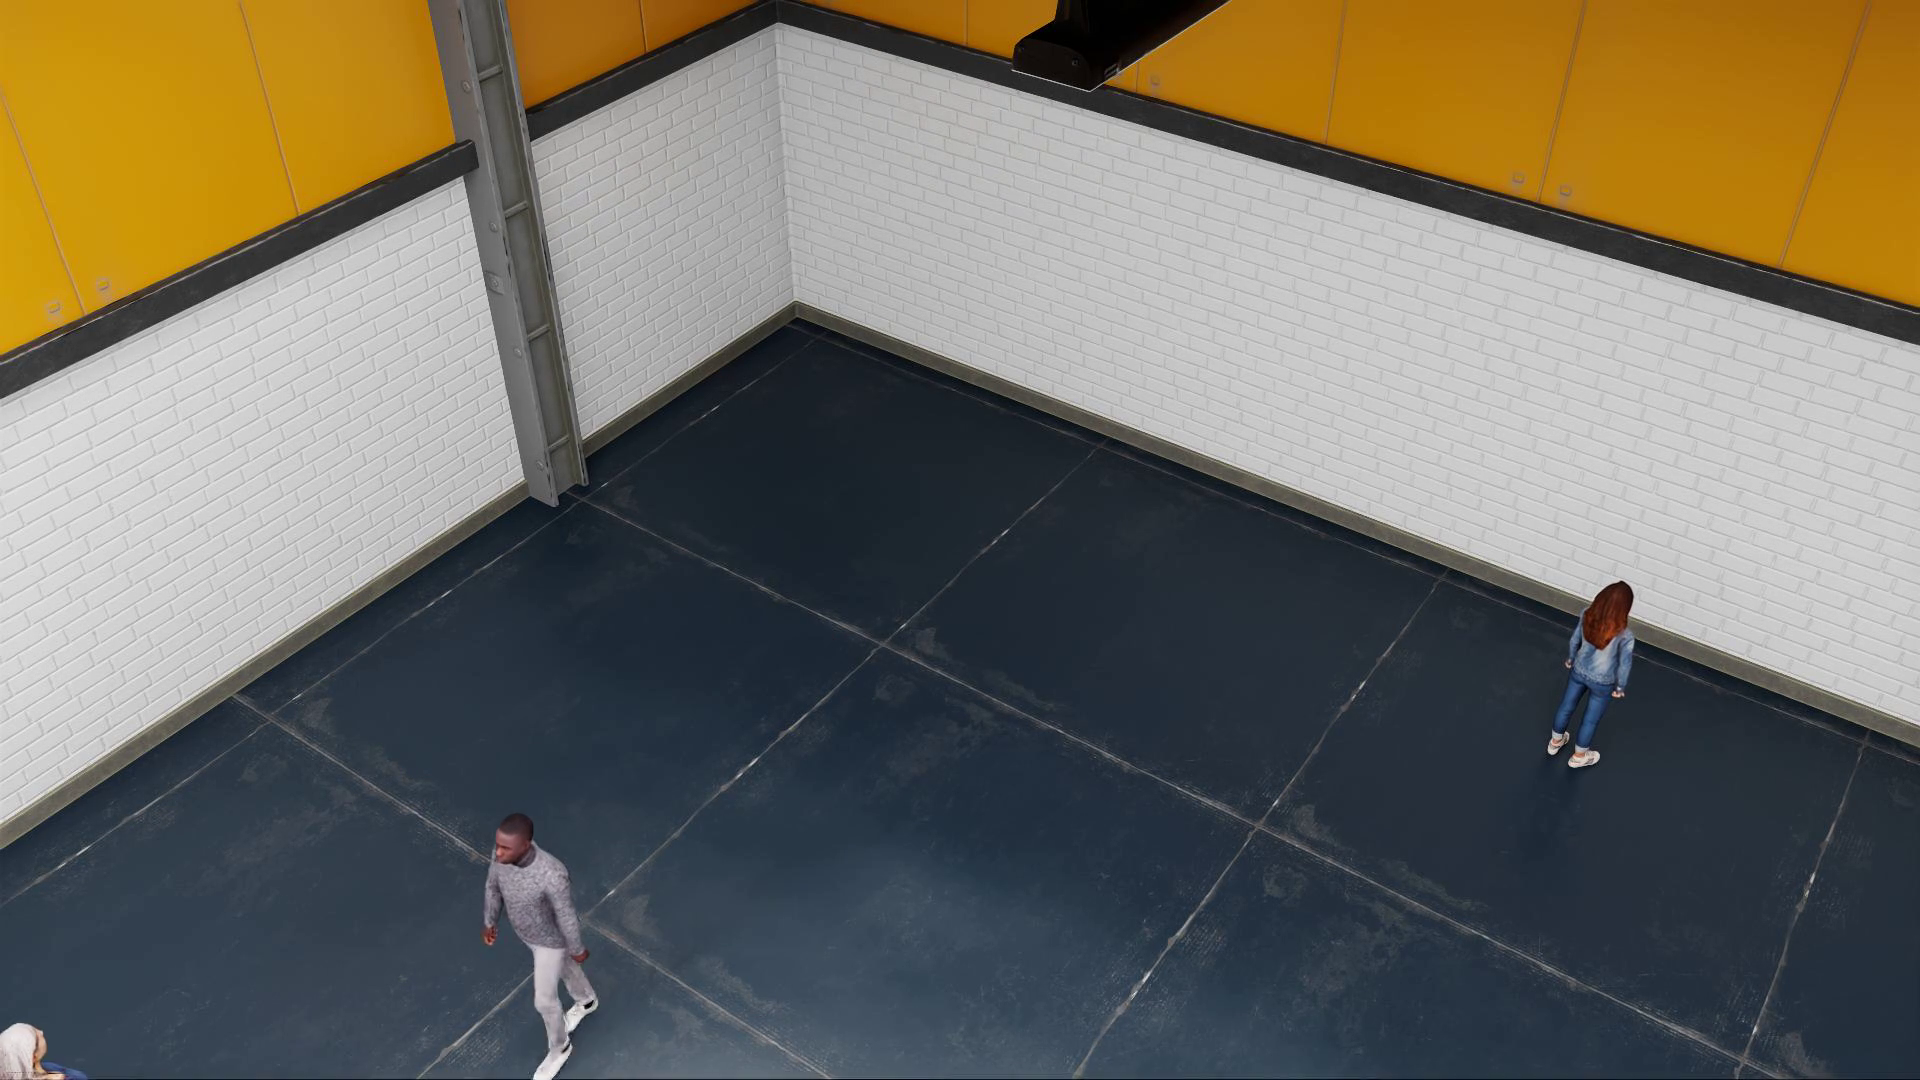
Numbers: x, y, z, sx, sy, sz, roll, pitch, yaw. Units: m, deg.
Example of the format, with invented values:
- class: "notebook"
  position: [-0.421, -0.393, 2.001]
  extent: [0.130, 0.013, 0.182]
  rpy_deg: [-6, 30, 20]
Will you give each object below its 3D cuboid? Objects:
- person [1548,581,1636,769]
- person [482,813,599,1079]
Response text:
- class: "person"
  position: [4.049, 0.849, 10.632]
  extent: [0.594, 1.476, 0.629]
  rpy_deg: [-26, 45, -29]
- class: "person"
  position: [-2.148, 2.028, 8.885]
  extent: [0.758, 1.815, 0.846]
  rpy_deg: [30, 48, 32]
